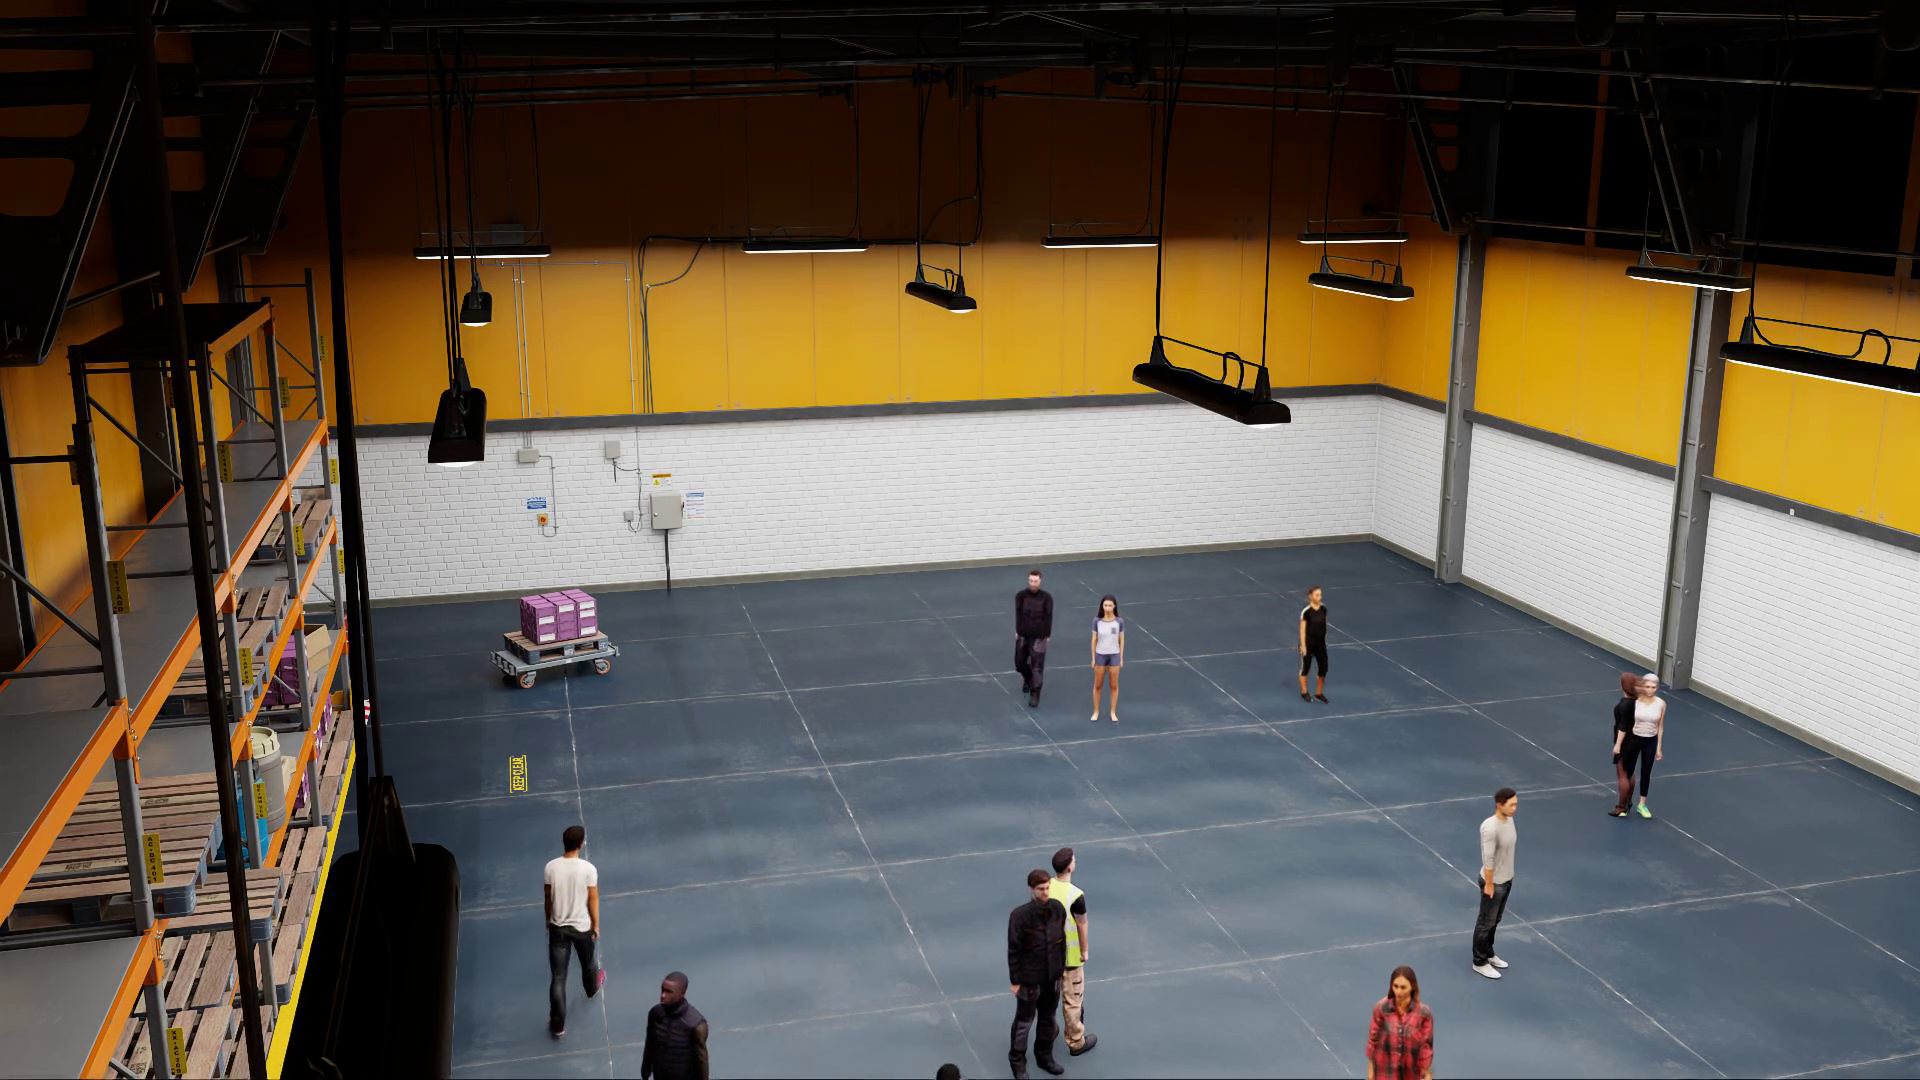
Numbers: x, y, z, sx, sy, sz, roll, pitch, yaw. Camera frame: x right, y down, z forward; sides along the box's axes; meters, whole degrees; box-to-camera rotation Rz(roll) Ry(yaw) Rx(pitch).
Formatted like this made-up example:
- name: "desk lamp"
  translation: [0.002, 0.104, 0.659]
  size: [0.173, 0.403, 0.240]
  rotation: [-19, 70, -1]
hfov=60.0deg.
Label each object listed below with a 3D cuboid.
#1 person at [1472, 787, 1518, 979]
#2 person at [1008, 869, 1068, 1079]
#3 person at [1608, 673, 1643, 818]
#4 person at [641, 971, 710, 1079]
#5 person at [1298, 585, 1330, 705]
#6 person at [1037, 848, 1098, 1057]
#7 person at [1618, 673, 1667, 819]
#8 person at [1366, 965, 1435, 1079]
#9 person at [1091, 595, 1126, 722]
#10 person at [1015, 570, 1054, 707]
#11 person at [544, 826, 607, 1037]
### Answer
- name: "person"
  translation: [4.962, 3.144, 15.457]
  size: [0.761, 1.807, 0.739]
  rotation: [11, 17, 37]
- name: "person"
  translation: [0.639, 3.560, 13.672]
  size: [0.785, 1.838, 0.686]
  rotation: [-8, 16, -31]
- name: "person"
  translation: [7.627, 2.332, 19.030]
  size: [0.671, 1.704, 0.657]
  rotation: [12, 18, 40]
- name: "person"
  translation: [-1.995, 3.962, 12.113]
  size: [1.205, 1.792, 1.200]
  rotation: [10, 17, 36]
- name: "person"
  translation: [4.817, 1.411, 22.935]
  size: [0.651, 1.656, 0.734]
  rotation: [-5, 15, -21]
- name: "person"
  translation: [0.871, 3.459, 14.073]
  size: [0.849, 1.847, 0.916]
  rotation: [10, 17, 34]
- name: "person"
  translation: [7.802, 2.328, 19.040]
  size: [0.669, 1.707, 0.660]
  rotation: [2, 14, 8]
- name: "person"
  translation: [3.306, 3.936, 12.426]
  size: [0.755, 1.695, 0.801]
  rotation: [6, 15, 22]
- name: "person"
  translation: [1.965, 1.562, 22.150]
  size: [0.645, 1.733, 0.617]
  rotation: [1, 14, 5]
- name: "person"
  translation: [0.999, 1.308, 22.849]
  size: [0.925, 1.896, 1.026]
  rotation: [4, 14, 16]
- name: "person"
  translation: [-3.407, 3.417, 14.457]
  size: [0.840, 1.748, 1.213]
  rotation: [-1, 14, -6]
